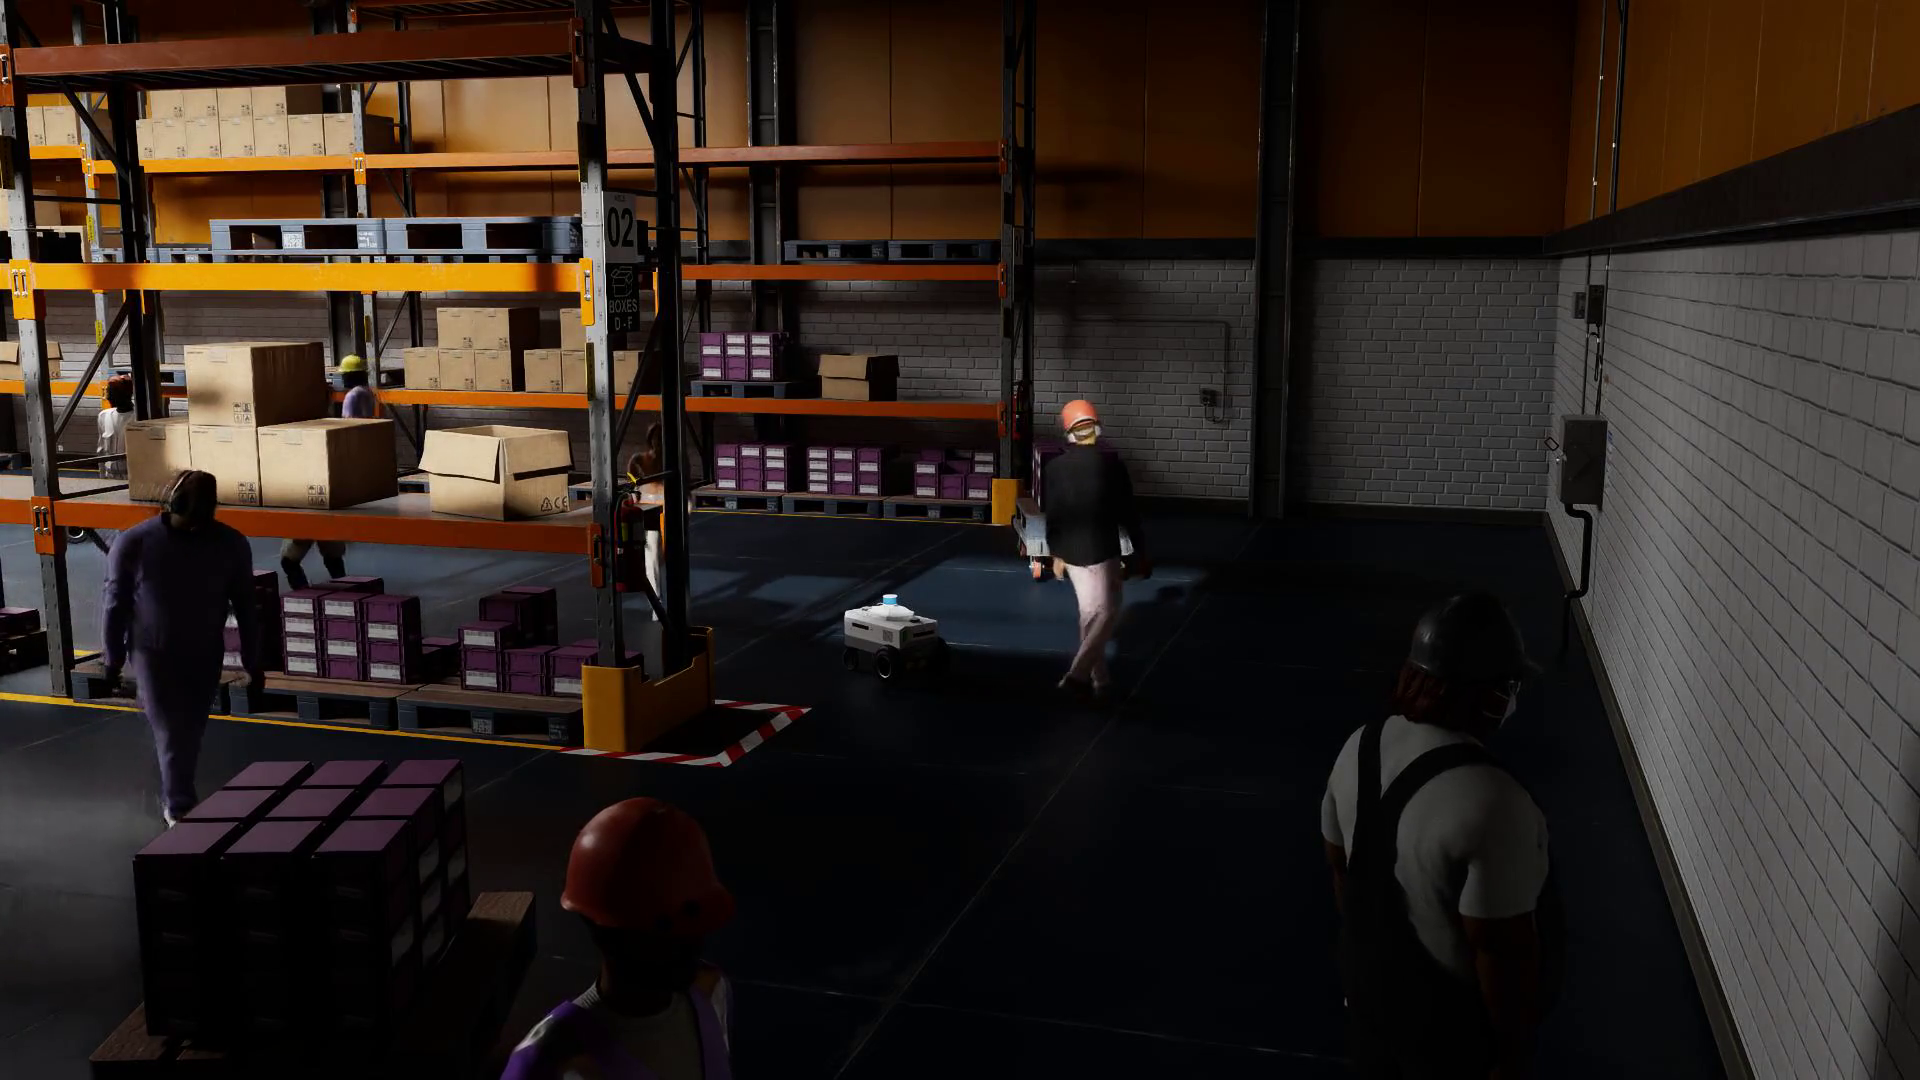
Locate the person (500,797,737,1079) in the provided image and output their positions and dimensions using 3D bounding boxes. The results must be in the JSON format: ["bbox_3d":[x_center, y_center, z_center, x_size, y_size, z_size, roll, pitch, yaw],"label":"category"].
[{"bbox_3d":[-0.527,1.379,2.884,0.356,1.937,0.552,4,10,25],"label":"person"}]

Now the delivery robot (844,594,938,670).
[{"bbox_3d":[-0.480,0.618,11.441,0.477,0.478,0.707,-8,12,-41],"label":"delivery robot"}]

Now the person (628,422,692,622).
[{"bbox_3d":[-2.327,-0.107,12.952,0.512,1.601,0.821,-2,10,-13],"label":"person"}]

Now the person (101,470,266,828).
[{"bbox_3d":[-3.740,0.578,8.055,0.655,1.842,0.869,-9,13,-43],"label":"person"}]

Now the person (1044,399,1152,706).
[{"bbox_3d":[0.849,0.091,10.661,0.710,1.961,0.612,7,12,37],"label":"person"}]

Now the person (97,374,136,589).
[{"bbox_3d":[-7.237,-0.501,14.504,0.573,1.884,0.359,2,9,9],"label":"person"}]

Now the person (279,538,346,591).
[{"bbox_3d":[-4.879,-0.196,12.437,0.613,1.945,0.643,3,10,16],"label":"person"}]

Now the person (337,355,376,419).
[{"bbox_3d":[-6.234,-0.990,17.443,0.781,1.901,0.596,-1,9,-3],"label":"person"}]
